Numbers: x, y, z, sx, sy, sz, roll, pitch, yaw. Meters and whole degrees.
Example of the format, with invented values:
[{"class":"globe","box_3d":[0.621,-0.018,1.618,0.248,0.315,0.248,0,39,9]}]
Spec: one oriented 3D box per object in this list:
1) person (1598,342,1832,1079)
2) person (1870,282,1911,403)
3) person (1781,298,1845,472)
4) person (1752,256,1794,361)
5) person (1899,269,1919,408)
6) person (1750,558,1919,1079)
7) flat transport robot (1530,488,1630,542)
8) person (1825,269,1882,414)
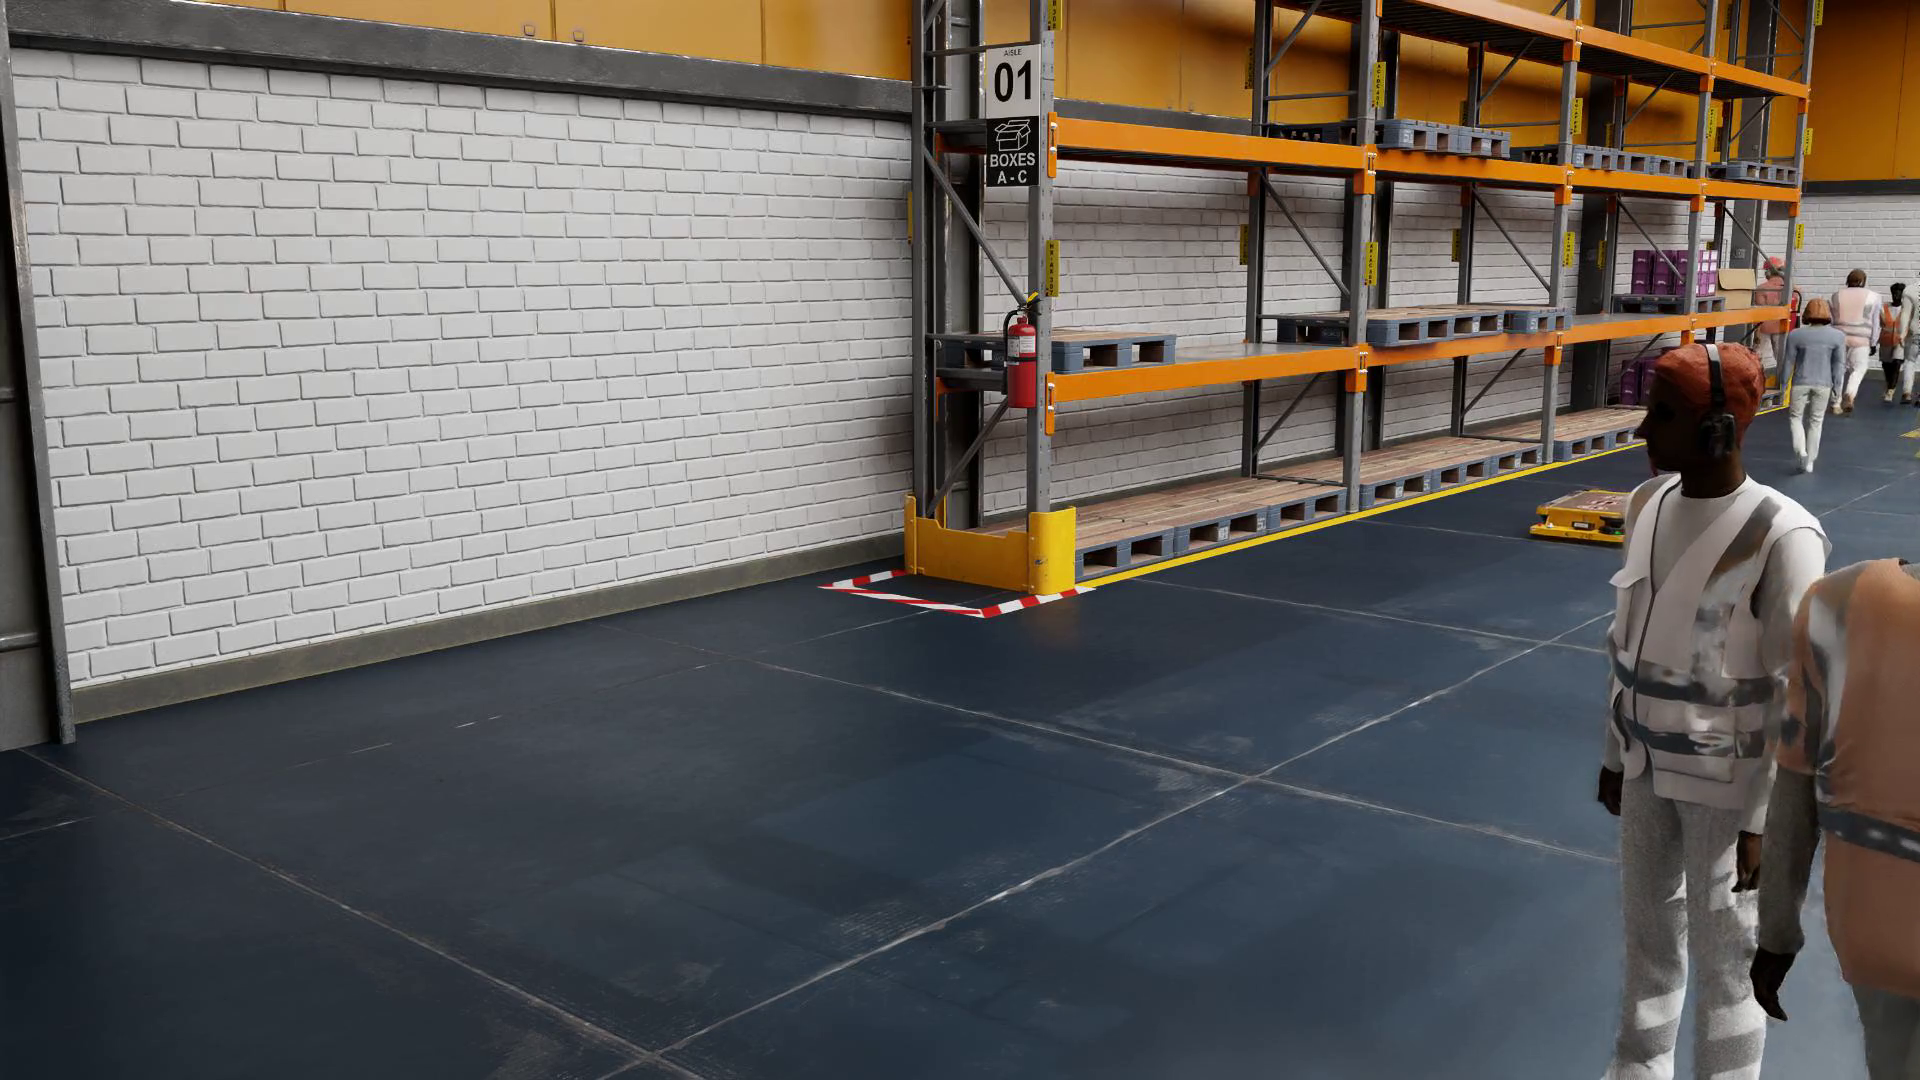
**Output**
[{"class":"person","box_3d":[1.583,0.515,3.605,0.357,1.881,0.574,-2,10,-13]},{"class":"person","box_3d":[12.760,-2.714,22.702,0.541,1.638,0.941,8,13,40]},{"class":"person","box_3d":[7.838,-1.410,15.305,0.513,1.625,0.491,3,10,17]},{"class":"person","box_3d":[11.377,-2.975,23.243,0.622,1.966,0.936,-1,10,-8]},{"class":"person","box_3d":[12.601,-2.688,21.720,0.640,1.920,0.500,4,11,24]},{"class":"person","box_3d":[1.728,0.660,2.775,0.922,1.882,0.605,-5,11,-26]},{"class":"flat transport robot","box_3d":[4.732,-0.192,12.207,0.652,0.197,1.431,7,12,35]},{"class":"person","box_3d":[11.043,-2.450,20.656,0.642,1.821,0.561,7,12,35]}]
